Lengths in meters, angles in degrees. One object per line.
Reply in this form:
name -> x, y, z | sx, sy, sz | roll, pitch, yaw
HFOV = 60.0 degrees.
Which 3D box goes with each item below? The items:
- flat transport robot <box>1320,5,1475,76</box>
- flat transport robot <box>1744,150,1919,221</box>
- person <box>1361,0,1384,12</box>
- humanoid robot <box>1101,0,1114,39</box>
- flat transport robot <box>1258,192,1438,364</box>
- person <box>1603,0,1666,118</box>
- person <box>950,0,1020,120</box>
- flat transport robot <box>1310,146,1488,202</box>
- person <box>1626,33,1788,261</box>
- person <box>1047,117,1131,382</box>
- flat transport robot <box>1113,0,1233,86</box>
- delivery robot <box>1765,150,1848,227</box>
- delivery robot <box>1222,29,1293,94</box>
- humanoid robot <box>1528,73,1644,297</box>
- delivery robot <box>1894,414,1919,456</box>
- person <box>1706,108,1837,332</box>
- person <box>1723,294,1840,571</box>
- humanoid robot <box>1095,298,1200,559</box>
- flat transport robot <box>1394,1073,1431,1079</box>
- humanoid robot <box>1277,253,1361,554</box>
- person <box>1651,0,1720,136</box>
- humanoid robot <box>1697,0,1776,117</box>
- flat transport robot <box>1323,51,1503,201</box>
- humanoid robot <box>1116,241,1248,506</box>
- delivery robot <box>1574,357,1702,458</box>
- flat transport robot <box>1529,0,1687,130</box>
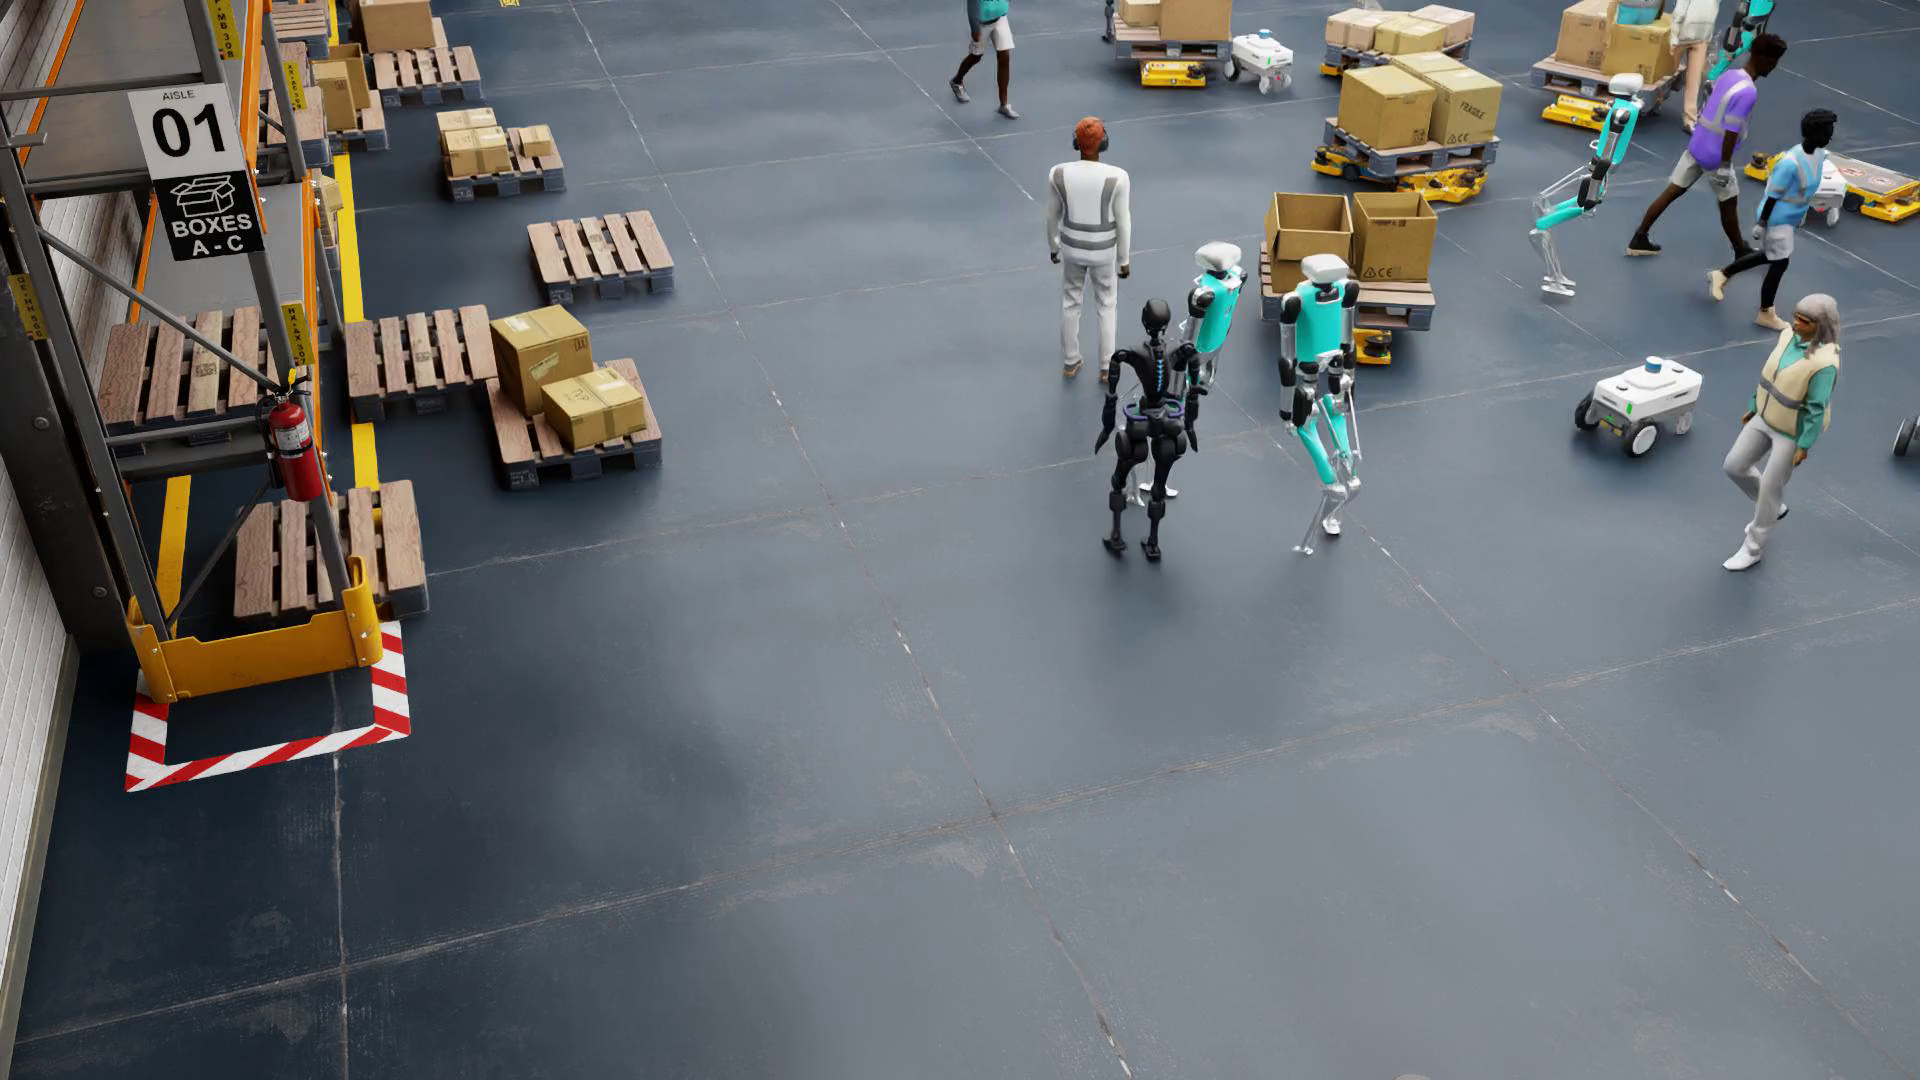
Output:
flat transport robot -> 4.548, -4.885, 17.351 | 1.431, 0.231, 0.659 | 28, 42, 36
flat transport robot -> 7.796, -3.182, 14.739 | 0.659, 0.231, 1.431 | -21, 38, -28
person -> 4.881, -6.869, 18.945 | 0.409, 1.855, 0.455 | 13, 35, 20
humanoid robot -> 1.821, -6.298, 18.229 | 0.588, 1.650, 0.433 | -6, 34, -9
flat transport robot -> 2.841, -1.722, 12.499 | 0.659, 0.231, 1.431 | 4, 33, 6
person -> 6.476, -4.931, 16.010 | 0.594, 1.806, 0.445 | -1, 33, -2
person -> 0.232, -5.135, 16.245 | 0.566, 1.902, 0.923 | -23, 40, -31
flat transport robot -> 3.967, -3.376, 15.037 | 1.431, 0.231, 0.659 | 21, 39, 29
person -> 6.000, -3.052, 13.080 | 1.137, 1.857, 0.614 | 2, 33, 3
person -> 0.882, -1.978, 11.418 | 0.599, 1.878, 0.392 | 12, 35, 17
flat transport robot -> 2.241, -5.152, 17.760 | 0.659, 0.231, 1.431 | 2, 33, 2
delivery robot -> 7.317, -3.061, 14.304 | 0.499, 0.608, 0.797 | 3, 33, 5
delivery robot -> 3.125, -4.986, 17.236 | 0.499, 0.587, 0.781 | -15, 36, -21
humanoid robot -> 4.646, -2.701, 12.583 | 0.722, 1.721, 0.531 | 16, 36, 23
delivery robot -> 6.482, -0.828, 10.860 | 0.499, 0.587, 0.769 | 20, 38, 28
person -> 5.975, -2.404, 12.253 | 0.694, 1.671, 0.537 | 27, 42, 35
person -> 4.716, -0.627, 9.506 | 0.450, 1.700, 0.511 | -6, 34, -9
humanoid robot -> 1.086, -0.638, 9.536 | 0.600, 1.649, 0.356 | -4, 33, -7
flat transport robot -> 1.751, 2.577, 5.906 | 0.659, 0.231, 1.431 | 12, 35, 17
humanoid robot -> 2.170, -0.713, 9.610 | 0.531, 1.782, 0.792 | -17, 37, -24
person -> 6.993, -4.791, 15.965 | 0.491, 1.622, 0.902 | -1, 33, -1
humanoid robot -> 7.364, -4.850, 15.966 | 0.543, 1.761, 0.908 | -21, 38, -28
flat transport robot -> 4.044, -3.422, 15.106 | 0.659, 0.231, 1.431 | -10, 35, -16
humanoid robot -> 1.263, -1.004, 10.071 | 0.787, 1.779, 0.548 | 22, 39, 30
delivery robot -> 4.521, -0.918, 11.011 | 0.801, 0.602, 0.499 | -17, 37, -24
flat transport robot -> 6.435, -4.419, 16.636 | 0.659, 0.231, 1.431 | 24, 40, 32
